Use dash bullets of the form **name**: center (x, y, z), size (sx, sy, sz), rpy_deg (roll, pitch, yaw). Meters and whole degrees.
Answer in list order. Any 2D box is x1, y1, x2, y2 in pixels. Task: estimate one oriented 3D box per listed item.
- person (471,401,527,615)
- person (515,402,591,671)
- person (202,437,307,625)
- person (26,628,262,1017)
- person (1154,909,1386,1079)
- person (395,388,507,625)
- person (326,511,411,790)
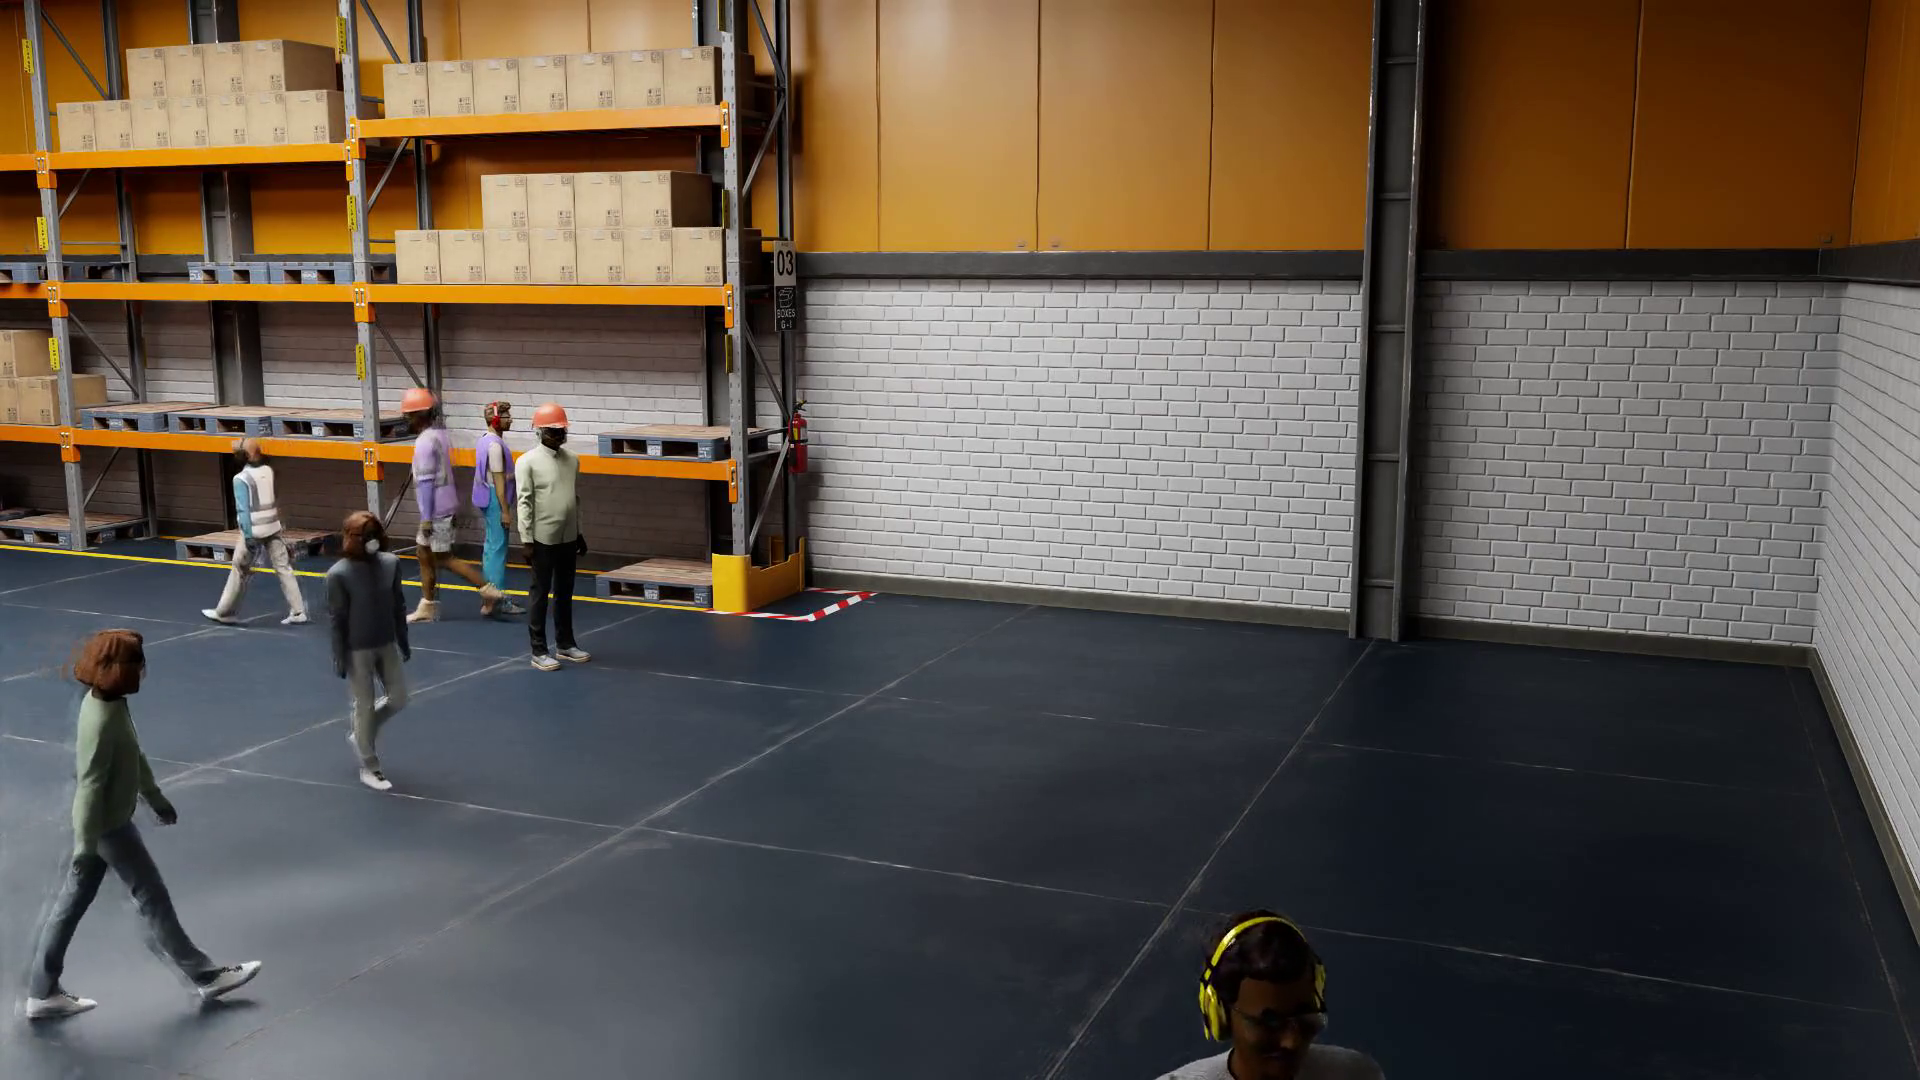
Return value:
- **person**: center (-4.022, -0.278, 14.409), size (0.391, 1.848, 0.563), rpy_deg (-4, 10, -24)
- **person**: center (-3.052, -0.035, 12.481), size (0.370, 1.996, 0.622), rpy_deg (6, 11, 31)
- **person**: center (-5.890, -0.062, 13.883), size (0.875, 1.591, 0.529), rpy_deg (2, 10, 14)
- **person**: center (-3.344, 1.131, 6.661), size (0.895, 1.580, 0.506), rpy_deg (-5, 10, -25)
- **person**: center (0.577, 1.569, 3.230), size (0.539, 1.848, 0.662), rpy_deg (-2, 10, -12)
- **person**: center (-4.281, -0.277, 13.920), size (0.850, 2.017, 0.613), rpy_deg (-2, 10, -13)
- **person**: center (-3.426, 0.627, 9.602), size (0.410, 1.620, 0.516), rpy_deg (6, 11, 33)
